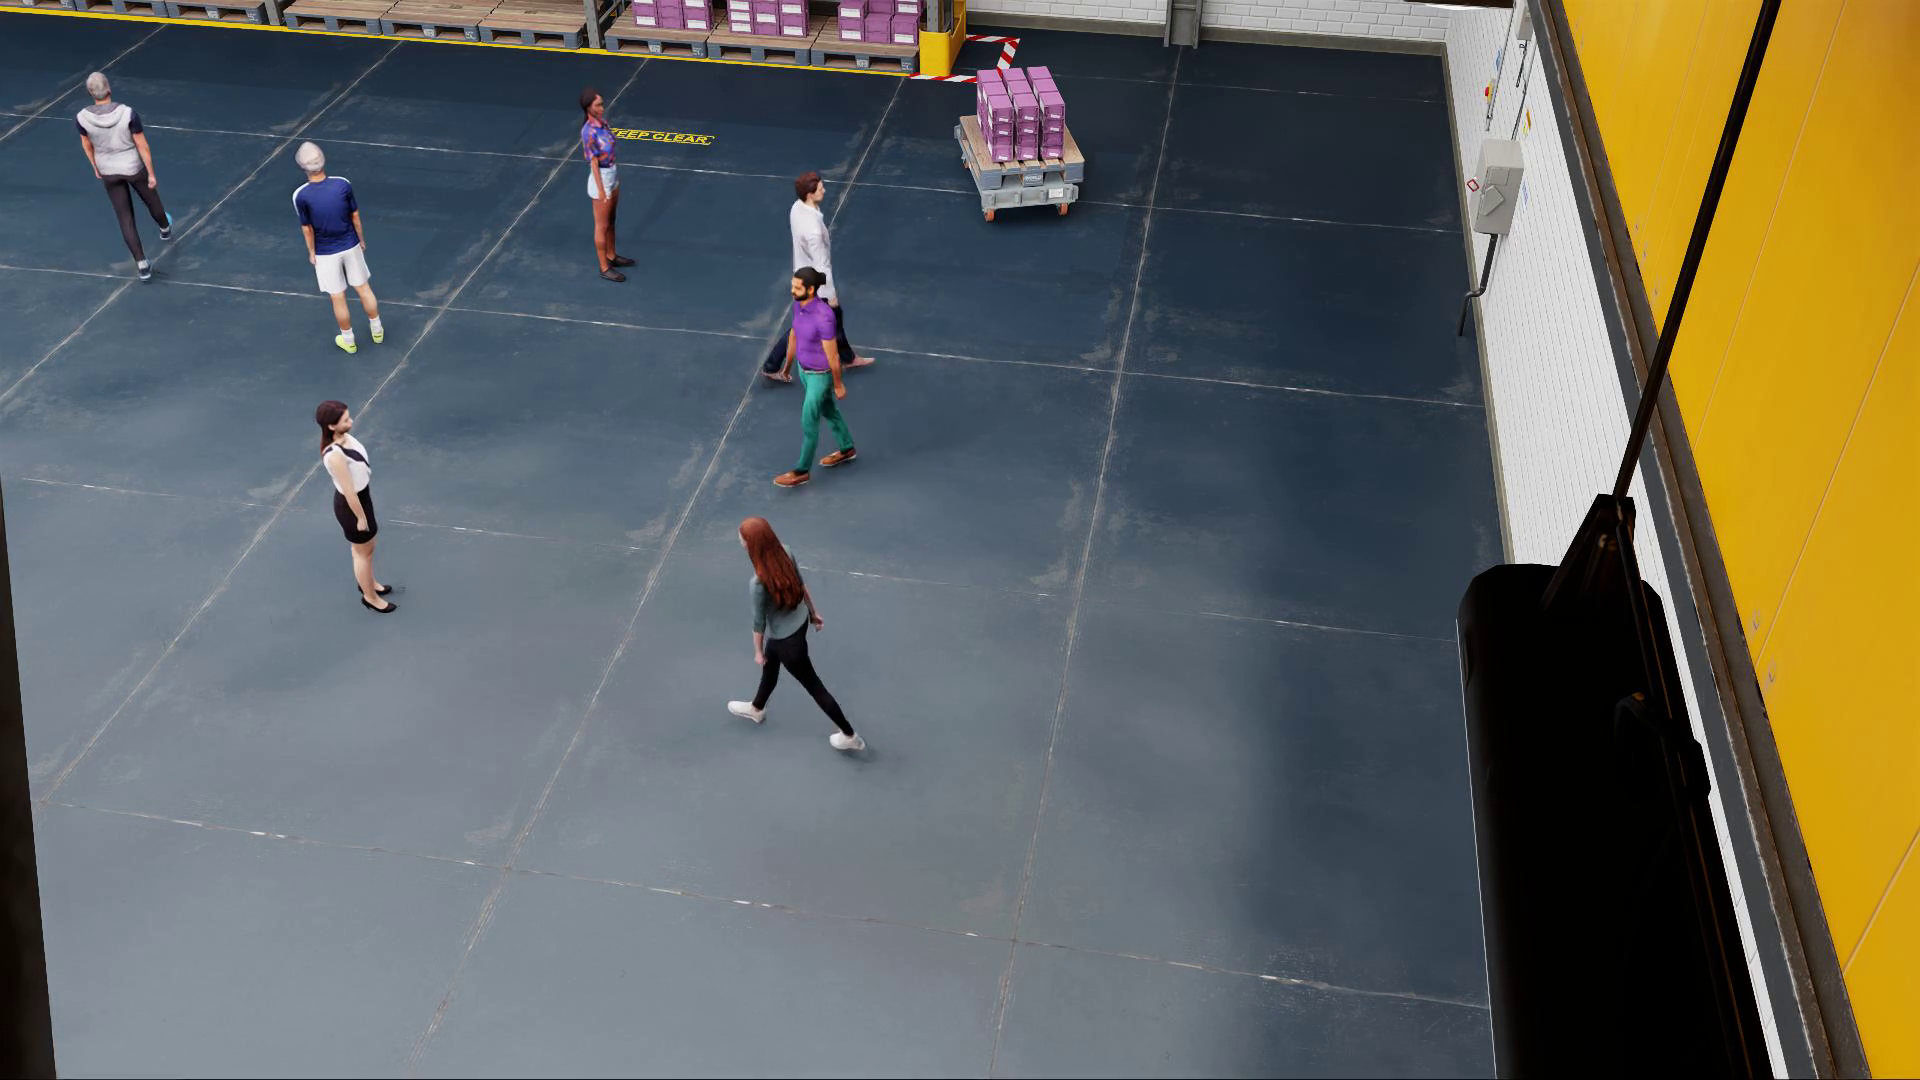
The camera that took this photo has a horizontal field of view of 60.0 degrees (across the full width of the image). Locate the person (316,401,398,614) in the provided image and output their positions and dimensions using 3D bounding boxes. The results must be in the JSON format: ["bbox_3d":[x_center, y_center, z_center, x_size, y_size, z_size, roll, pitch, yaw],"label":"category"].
[{"bbox_3d":[-4.047,-0.228,11.125,0.659,1.649,0.642,-13,40,-15],"label":"person"}]

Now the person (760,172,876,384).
[{"bbox_3d":[-1.258,-2.039,13.260,1.318,1.815,1.033,-9,40,-11],"label":"person"}]

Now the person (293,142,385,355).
[{"bbox_3d":[-5.134,-2.406,13.704,0.721,1.833,0.769,-26,46,-29],"label":"person"}]

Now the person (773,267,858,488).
[{"bbox_3d":[-0.966,-1.259,12.342,1.099,1.740,1.002,-20,43,-23],"label":"person"}]

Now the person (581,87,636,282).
[{"bbox_3d":[-3.165,-3.159,14.719,0.496,1.744,0.577,6,39,7],"label":"person"}]

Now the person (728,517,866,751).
[{"bbox_3d":[-0.962,0.621,10.035,1.250,1.682,0.790,15,41,18],"label":"person"}]

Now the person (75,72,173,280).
[{"bbox_3d":[-7.402,-3.175,14.714,1.229,1.775,1.143,-13,40,-16],"label":"person"}]
